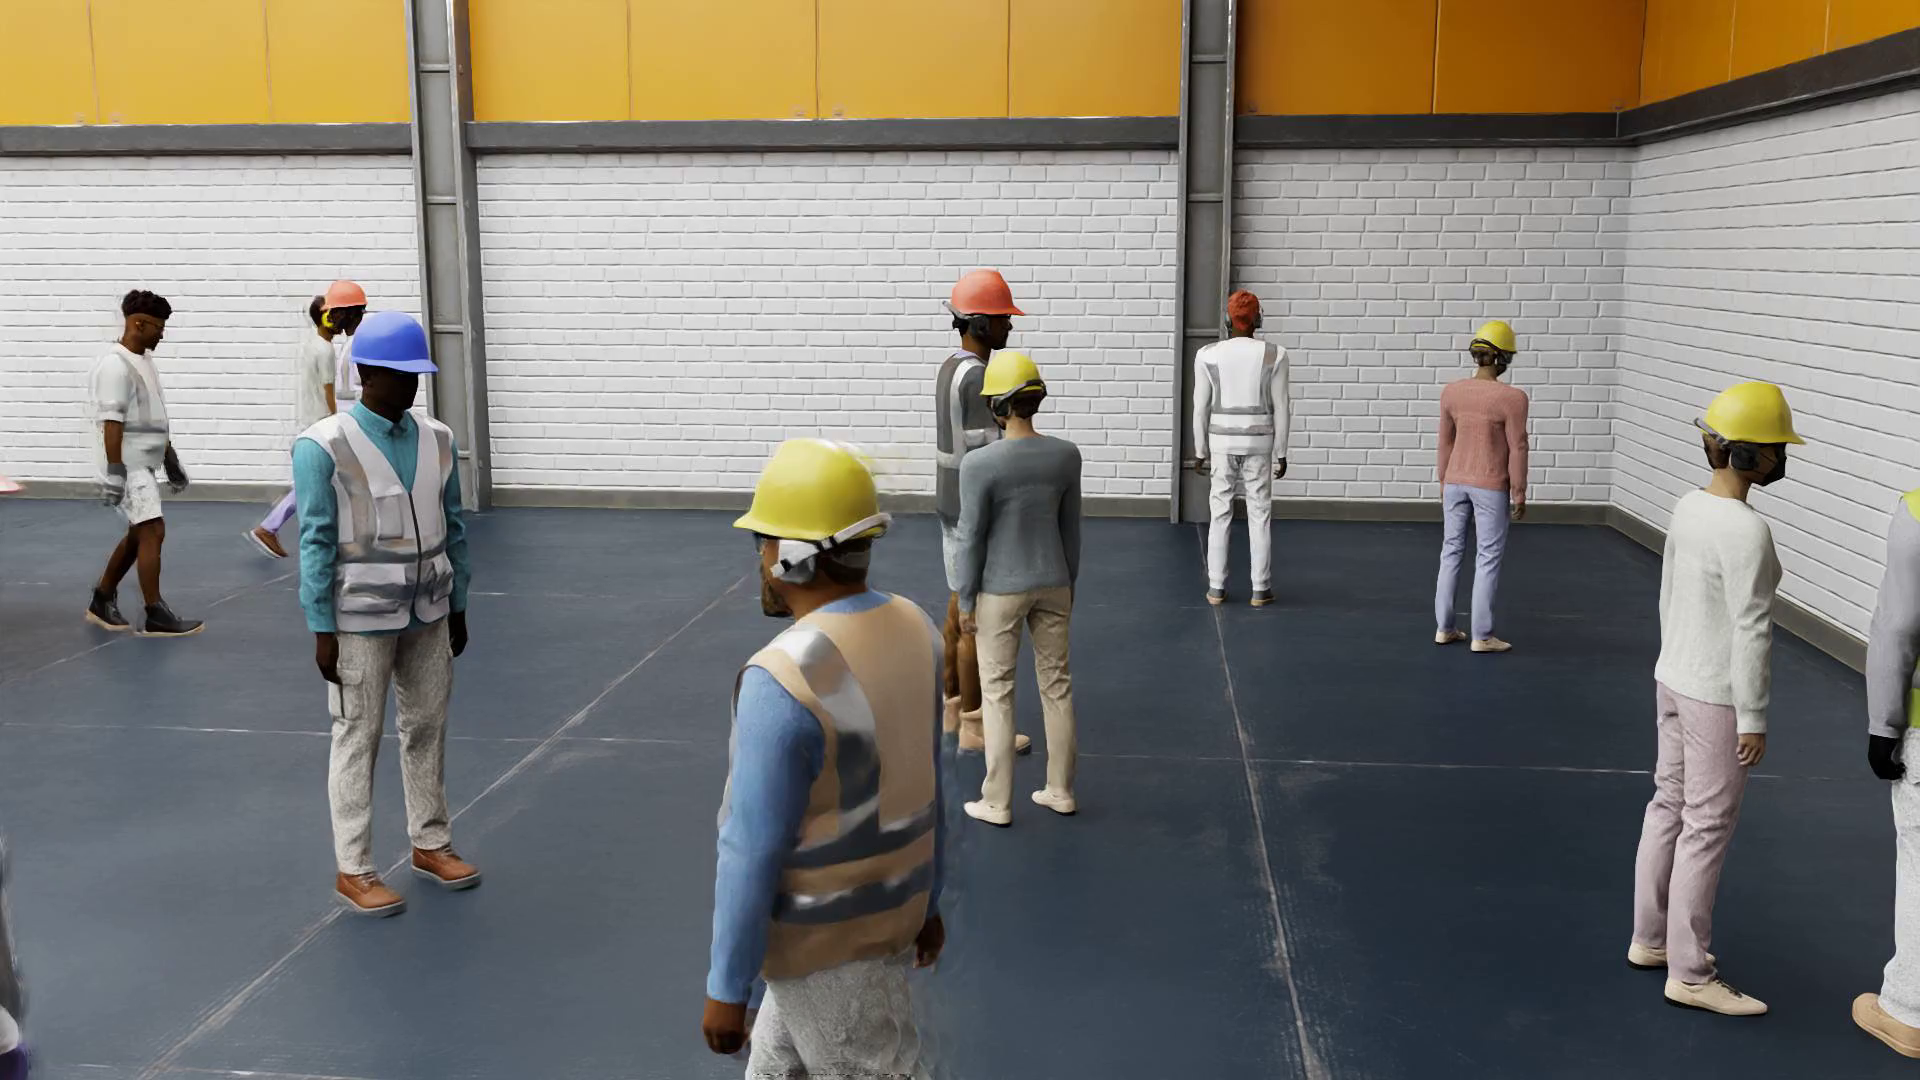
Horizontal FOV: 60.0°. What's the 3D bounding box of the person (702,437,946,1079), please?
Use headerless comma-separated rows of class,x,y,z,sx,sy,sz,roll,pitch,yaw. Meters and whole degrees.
person,-0.255,0.698,3.160,0.915,1.788,0.607,4,11,22

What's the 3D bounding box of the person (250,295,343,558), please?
person,-4.494,-0.794,11.601,0.940,1.830,0.511,-5,11,-27

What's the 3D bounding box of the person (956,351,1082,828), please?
person,0.211,0.185,6.175,0.529,1.761,0.340,-5,11,-27

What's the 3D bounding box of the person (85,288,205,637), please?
person,-4.623,-0.430,9.235,0.672,1.918,0.661,-2,10,-11

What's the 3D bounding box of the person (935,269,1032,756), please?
person,0.088,-0.111,7.043,0.374,2.044,0.607,-3,10,-14

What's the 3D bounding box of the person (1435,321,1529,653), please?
person,2.771,-0.276,8.815,0.343,1.754,0.531,-8,13,-39

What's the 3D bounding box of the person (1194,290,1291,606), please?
person,1.684,-0.542,9.960,0.573,1.887,0.356,3,10,14

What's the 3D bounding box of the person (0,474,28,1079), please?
person,-1.237,0.780,1.940,0.610,2.042,0.396,6,12,32

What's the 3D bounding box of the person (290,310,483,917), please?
person,-1.837,0.232,5.390,0.416,1.939,0.606,7,12,35

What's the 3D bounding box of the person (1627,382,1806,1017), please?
person,2.147,0.437,4.697,0.326,1.767,0.533,0,10,2

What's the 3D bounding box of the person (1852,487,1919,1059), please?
person,2.672,0.467,4.342,0.624,1.837,0.429,1,10,4

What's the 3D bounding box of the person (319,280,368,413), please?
person,-4.006,-0.752,11.058,0.385,1.930,0.540,-4,11,-22
